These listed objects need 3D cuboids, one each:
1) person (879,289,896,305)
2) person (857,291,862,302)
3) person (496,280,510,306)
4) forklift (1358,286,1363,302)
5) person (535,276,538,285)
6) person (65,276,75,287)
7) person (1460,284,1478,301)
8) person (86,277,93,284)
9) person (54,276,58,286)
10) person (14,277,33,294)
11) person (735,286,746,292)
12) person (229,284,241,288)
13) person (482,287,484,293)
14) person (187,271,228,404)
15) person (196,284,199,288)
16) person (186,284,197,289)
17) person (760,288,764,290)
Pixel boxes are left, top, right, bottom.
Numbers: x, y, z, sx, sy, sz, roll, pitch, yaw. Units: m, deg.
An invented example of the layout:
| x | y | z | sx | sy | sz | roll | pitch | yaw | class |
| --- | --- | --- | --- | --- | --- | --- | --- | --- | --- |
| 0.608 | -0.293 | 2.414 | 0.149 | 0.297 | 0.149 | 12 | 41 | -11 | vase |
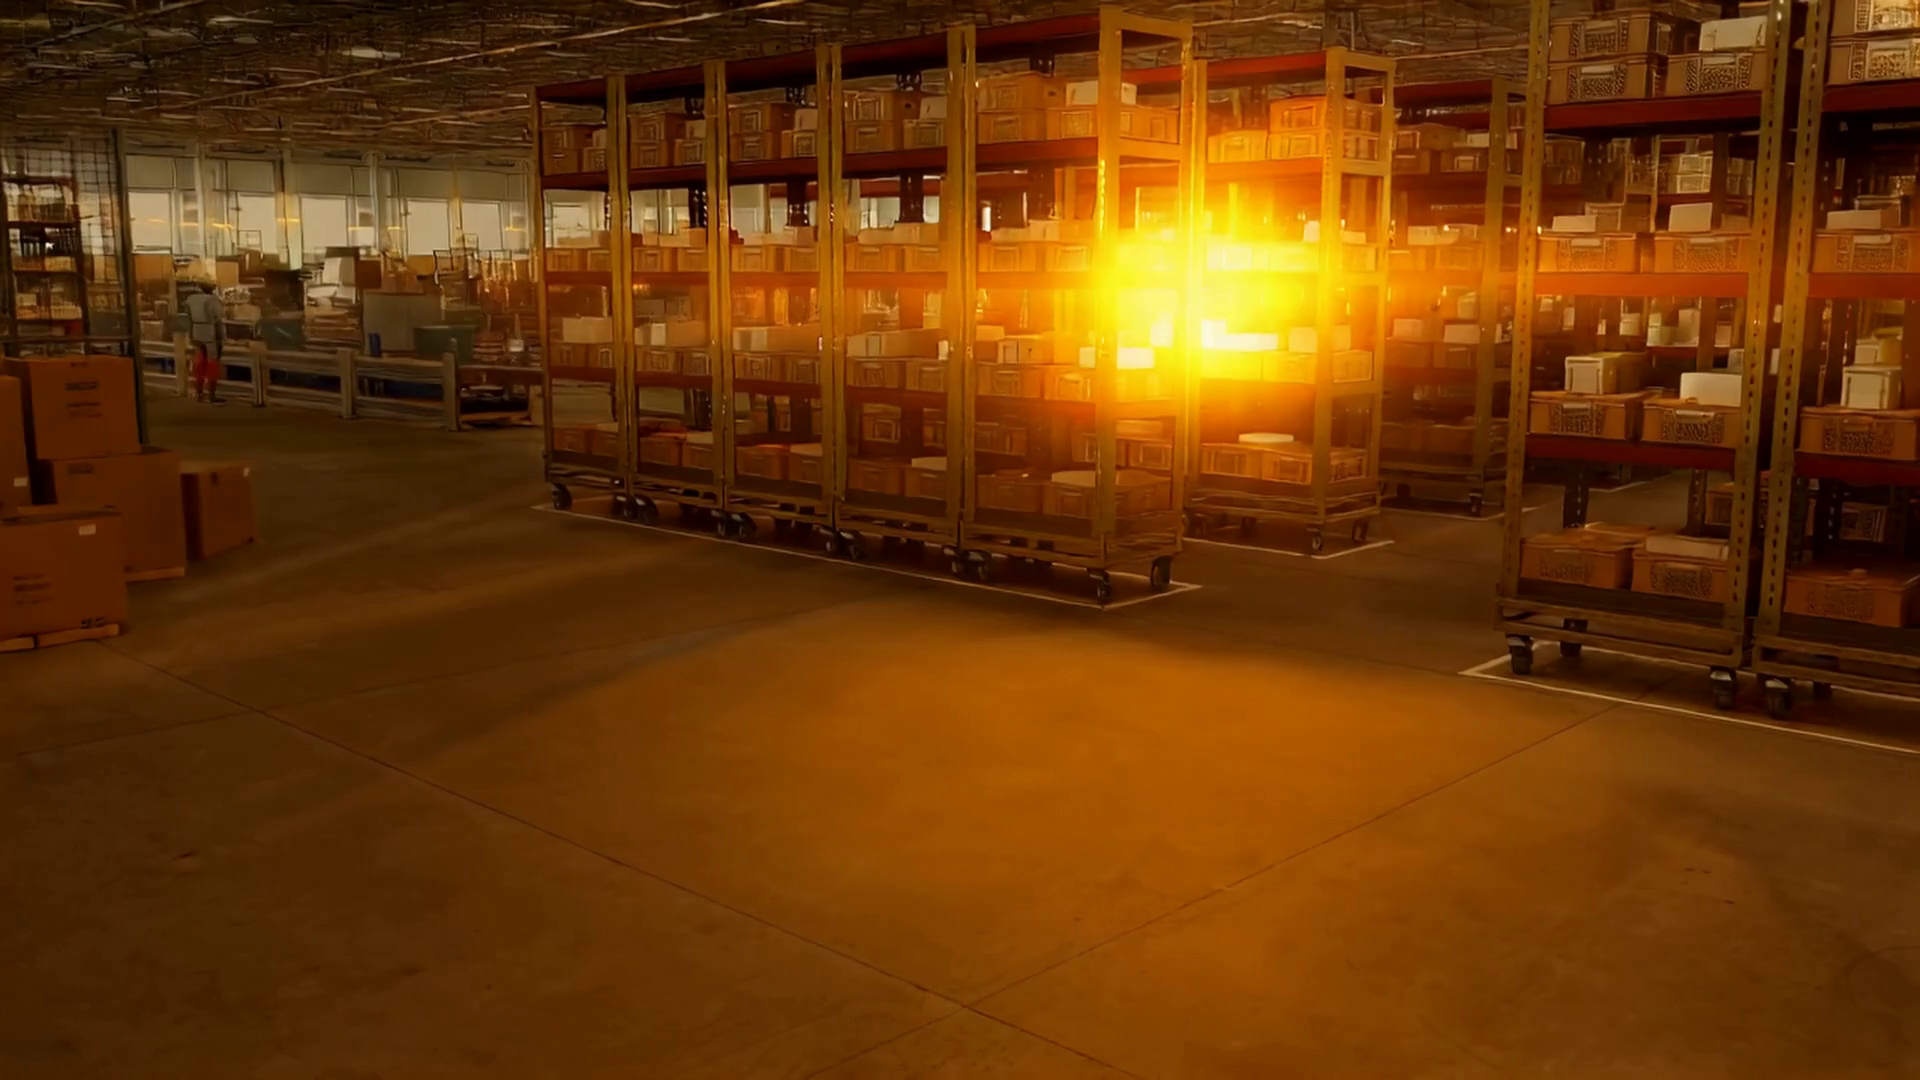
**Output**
| x | y | z | sx | sy | sz | roll | pitch | yaw | class |
| --- | --- | --- | --- | --- | --- | --- | --- | --- | --- |
| -2.575 | -8.685 | 60.058 | 0.710 | 1.944 | 0.511 | 2 | 10 | 14 | person |
| -4.134 | -10.408 | 70.916 | 0.852 | 1.857 | 0.574 | 3 | 10 | 17 | person |
| -16.052 | -8.294 | 58.451 | 0.537 | 1.693 | 0.320 | 5 | 11 | 30 | person |
| 11.100 | -7.017 | 46.970 | 1.873 | 2.768 | 1.129 | 9 | 13 | 43 | forklift |
| -24.724 | -14.567 | 96.977 | 0.551 | 1.649 | 0.876 | 1 | 9 | 8 | person |
| -41.445 | -11.535 | 77.516 | 0.608 | 1.946 | 0.406 | -3 | 10 | -18 | person |
| 10.100 | -4.283 | 33.085 | 0.397 | 1.939 | 0.602 | 0 | 9 | -1 | person |
| -37.240 | -10.375 | 71.114 | 0.852 | 1.702 | 0.512 | -1 | 9 | -4 | person |
| -43.139 | -11.798 | 79.528 | 0.733 | 1.822 | 0.632 | -6 | 11 | -34 | person |
| -29.837 | -7.540 | 53.103 | 0.542 | 1.928 | 0.399 | -9 | 13 | -42 | person |
| -8.382 | -9.131 | 62.498 | 0.674 | 2.000 | 0.535 | -1 | 9 | -6 | person |
| -27.264 | -9.081 | 62.566 | 0.597 | 1.916 | 0.371 | 5 | 10 | 27 | person |
| -26.498 | -13.767 | 91.396 | 0.558 | 1.874 | 0.986 | 8 | 12 | 41 | person |
| -11.535 | -3.094 | 25.534 | 0.606 | 2.032 | 0.410 | 4 | 10 | 24 | person |
| -32.433 | -10.479 | 71.273 | 0.650 | 1.876 | 1.070 | 1 | 9 | 6 | person |
| -27.010 | -8.384 | 58.489 | 0.502 | 1.862 | 0.328 | 5 | 10 | 27 | person |
| -7.302 | -8.816 | 61.926 | 0.756 | 1.606 | 0.502 | -2 | 9 | -9 | person |
